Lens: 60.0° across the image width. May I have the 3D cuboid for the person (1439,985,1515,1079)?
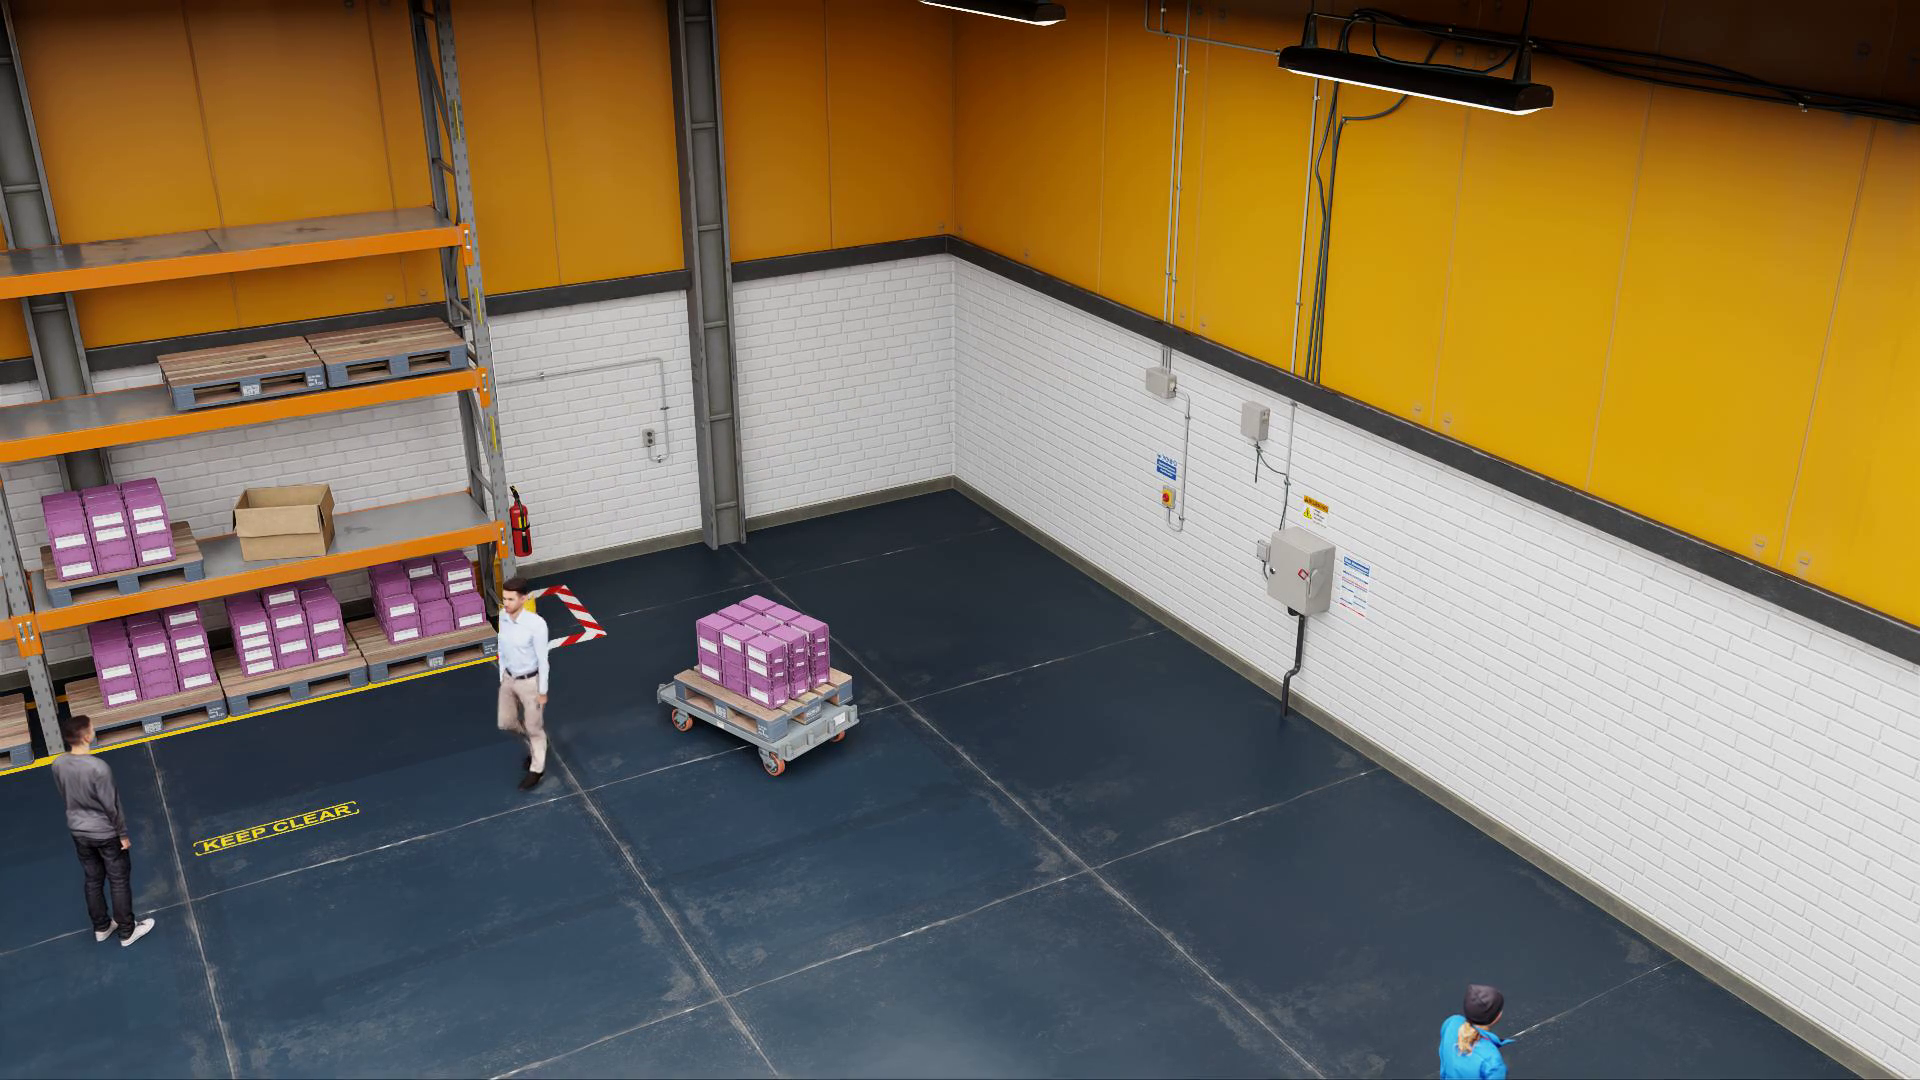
[{"bbox_3d":[2.714,3.142,8.961,0.561,1.795,0.645,-9,25,-19],"label":"person"}]

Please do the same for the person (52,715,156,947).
[{"bbox_3d":[-6.005,2.021,11.569,0.674,1.761,0.748,5,24,10],"label":"person"}]

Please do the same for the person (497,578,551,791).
[{"bbox_3d":[-3.498,1.127,13.528,0.858,1.830,0.919,10,26,22],"label":"person"}]
